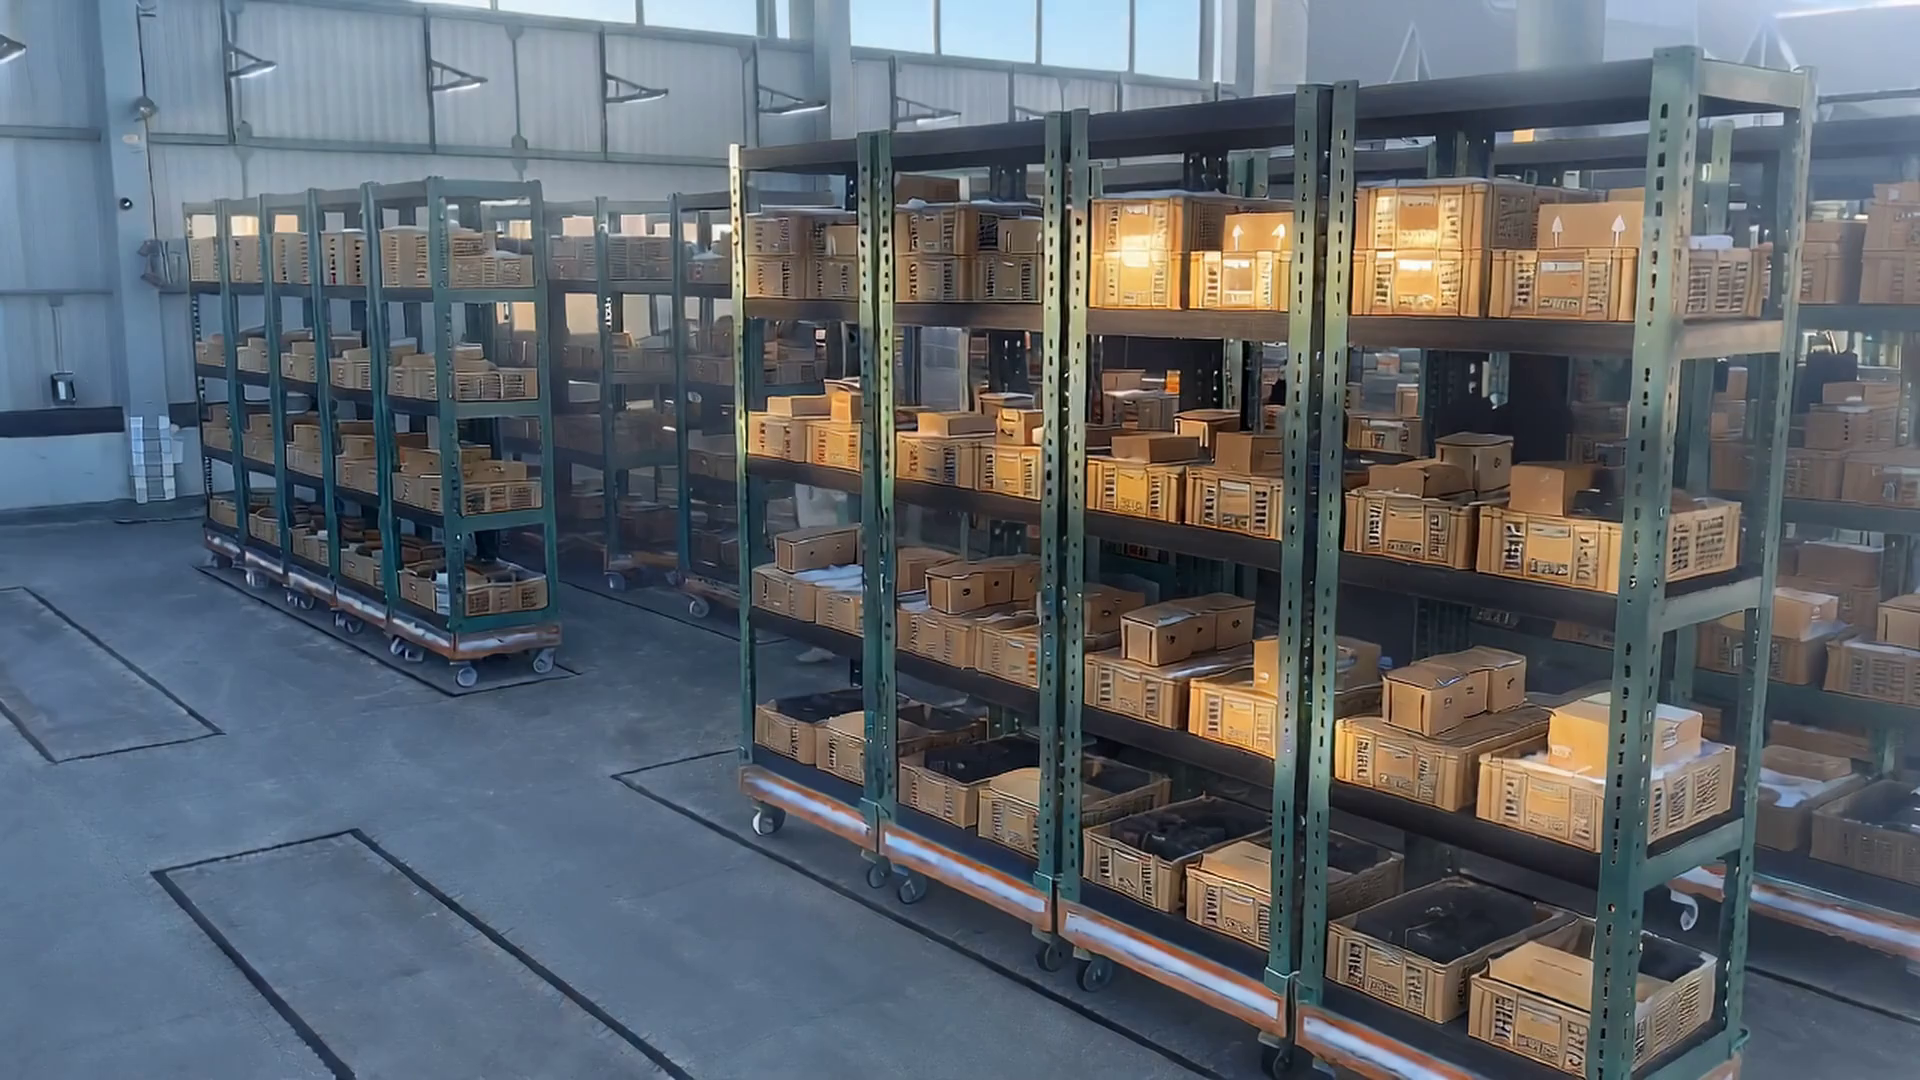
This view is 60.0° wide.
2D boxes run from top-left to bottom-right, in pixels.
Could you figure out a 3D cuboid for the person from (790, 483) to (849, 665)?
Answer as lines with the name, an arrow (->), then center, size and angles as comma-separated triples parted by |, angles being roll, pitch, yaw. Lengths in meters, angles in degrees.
person -> -1.090, -0.049, 12.453 | 0.429, 2.019, 0.636 | -8, 12, -39
